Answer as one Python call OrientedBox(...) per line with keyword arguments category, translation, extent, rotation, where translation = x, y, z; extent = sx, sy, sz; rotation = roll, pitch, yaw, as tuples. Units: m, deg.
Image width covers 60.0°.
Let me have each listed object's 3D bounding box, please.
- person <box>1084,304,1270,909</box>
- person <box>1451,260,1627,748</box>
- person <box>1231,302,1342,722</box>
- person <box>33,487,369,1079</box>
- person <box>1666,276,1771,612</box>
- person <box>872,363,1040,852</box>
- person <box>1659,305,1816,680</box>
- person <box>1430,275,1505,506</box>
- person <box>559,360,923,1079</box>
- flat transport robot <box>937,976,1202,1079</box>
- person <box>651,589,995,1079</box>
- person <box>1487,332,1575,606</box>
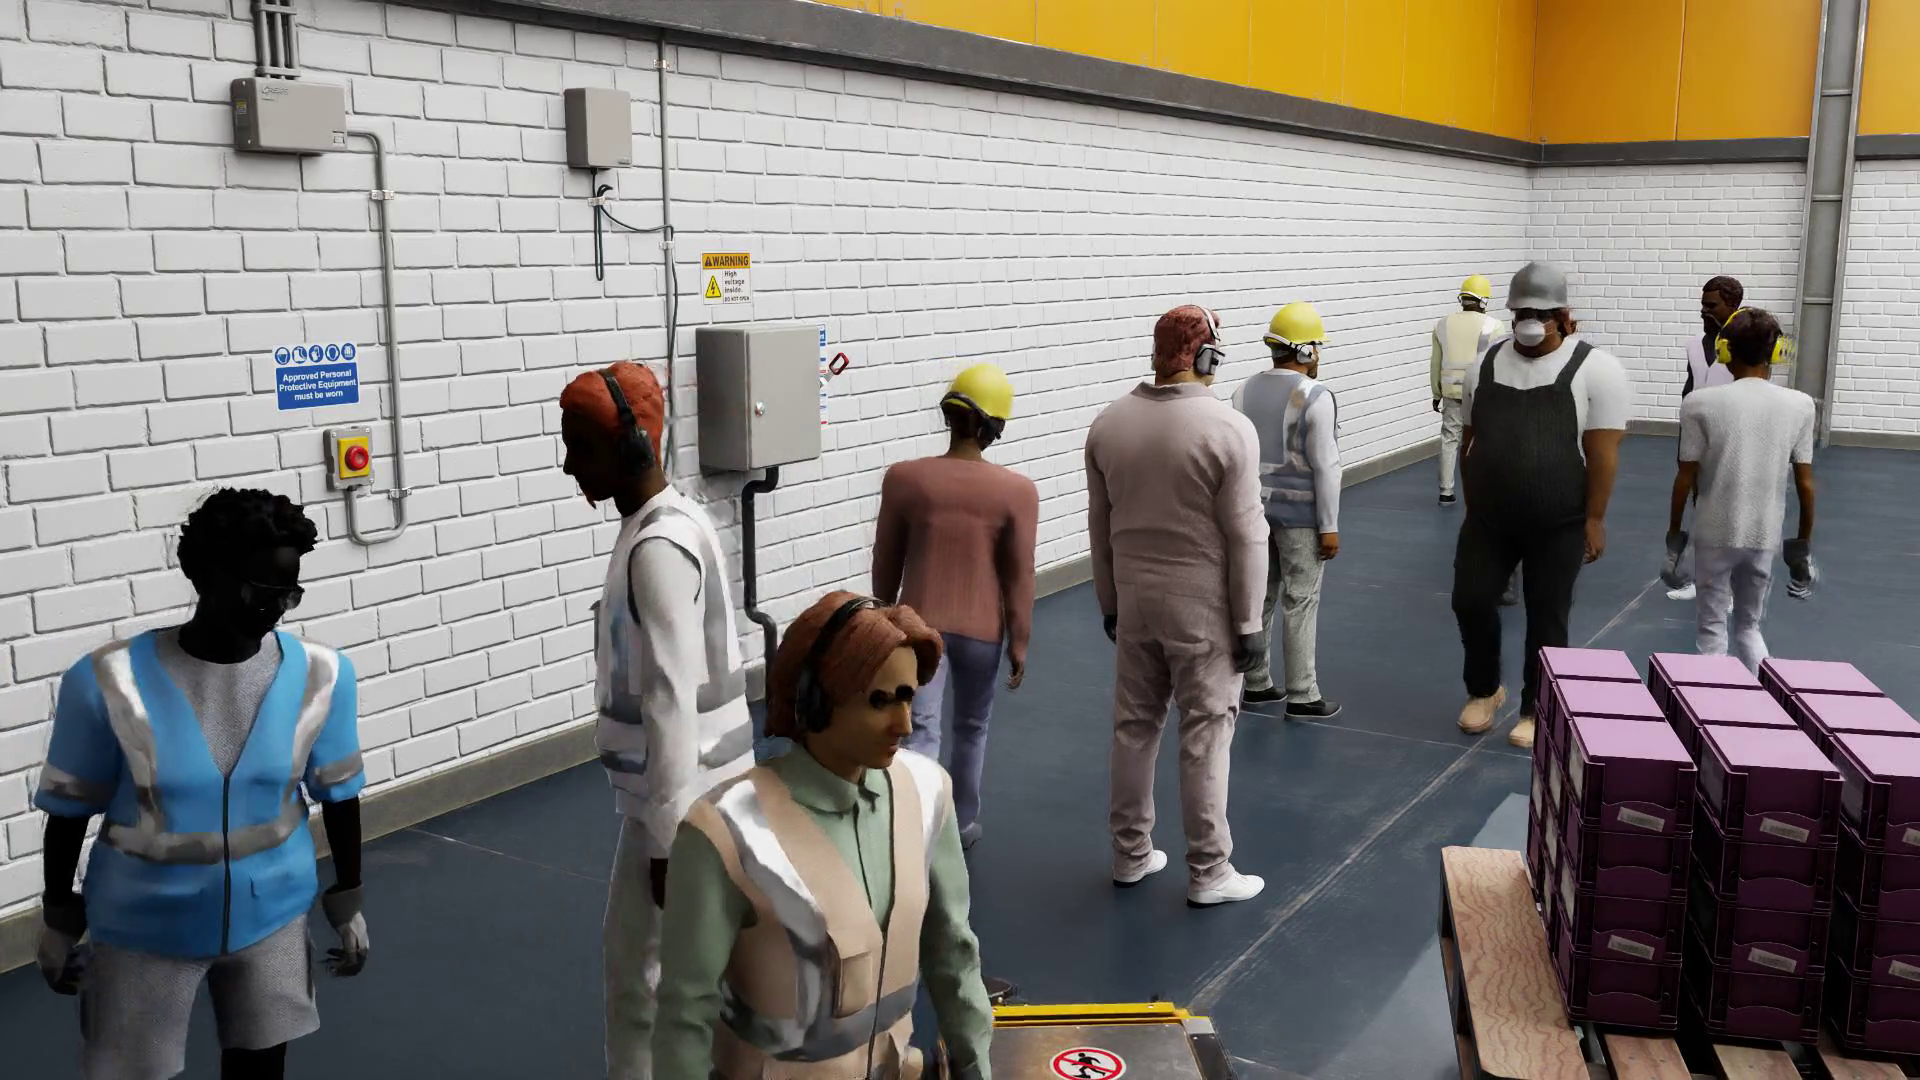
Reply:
OrientedBox(category="person", translation=(0.709, 0.211, 5.288), extent=(0.639, 1.903, 0.409), rotation=(9, 14, 41))
OrientedBox(category="person", translation=(2.345, -0.143, 6.859), extent=(0.691, 2.000, 0.536), rotation=(7, 12, 34))
OrientedBox(category="person", translation=(1.455, -0.121, 7.317), extent=(0.404, 1.833, 0.587), rotation=(-7, 12, -34))
OrientedBox(category="person", translation=(-1.431, 0.707, 3.175), extent=(0.574, 1.661, 0.558), rotation=(-8, 13, -37))
OrientedBox(category="person", translation=(4.358, -0.548, 9.506), extent=(0.408, 1.905, 0.607), rotation=(-3, 11, -19))
OrientedBox(category="person", translation=(-0.020, 0.295, 5.357), extent=(0.550, 1.714, 0.892), rotation=(0, 10, 1))
OrientedBox(category="person", translation=(3.014, 0.028, 6.475), extent=(0.523, 1.845, 0.405), rotation=(0, 10, 3))
OrientedBox(category="person", translation=(4.004, -1.161, 13.079), extent=(0.600, 1.830, 0.404), rotation=(8, 13, 37))
OrientedBox(category="person", translation=(-0.526, 0.539, 3.616), extent=(0.828, 1.863, 0.630), rotation=(-2, 10, -10))
OrientedBox(category="flat transport robot", translation=(0.302, 1.331, 3.598), extent=(0.652, 0.197, 1.431), rotation=(-1, 10, -3))
OrientedBox(category="person", translation=(-0.197, 0.864, 2.440), extent=(0.533, 1.608, 0.521), rotation=(6, 12, 32))
OrientedBox(category="person", translation=(3.357, -0.603, 9.770), extent=(0.548, 1.916, 0.796), rotation=(6, 12, 28))
